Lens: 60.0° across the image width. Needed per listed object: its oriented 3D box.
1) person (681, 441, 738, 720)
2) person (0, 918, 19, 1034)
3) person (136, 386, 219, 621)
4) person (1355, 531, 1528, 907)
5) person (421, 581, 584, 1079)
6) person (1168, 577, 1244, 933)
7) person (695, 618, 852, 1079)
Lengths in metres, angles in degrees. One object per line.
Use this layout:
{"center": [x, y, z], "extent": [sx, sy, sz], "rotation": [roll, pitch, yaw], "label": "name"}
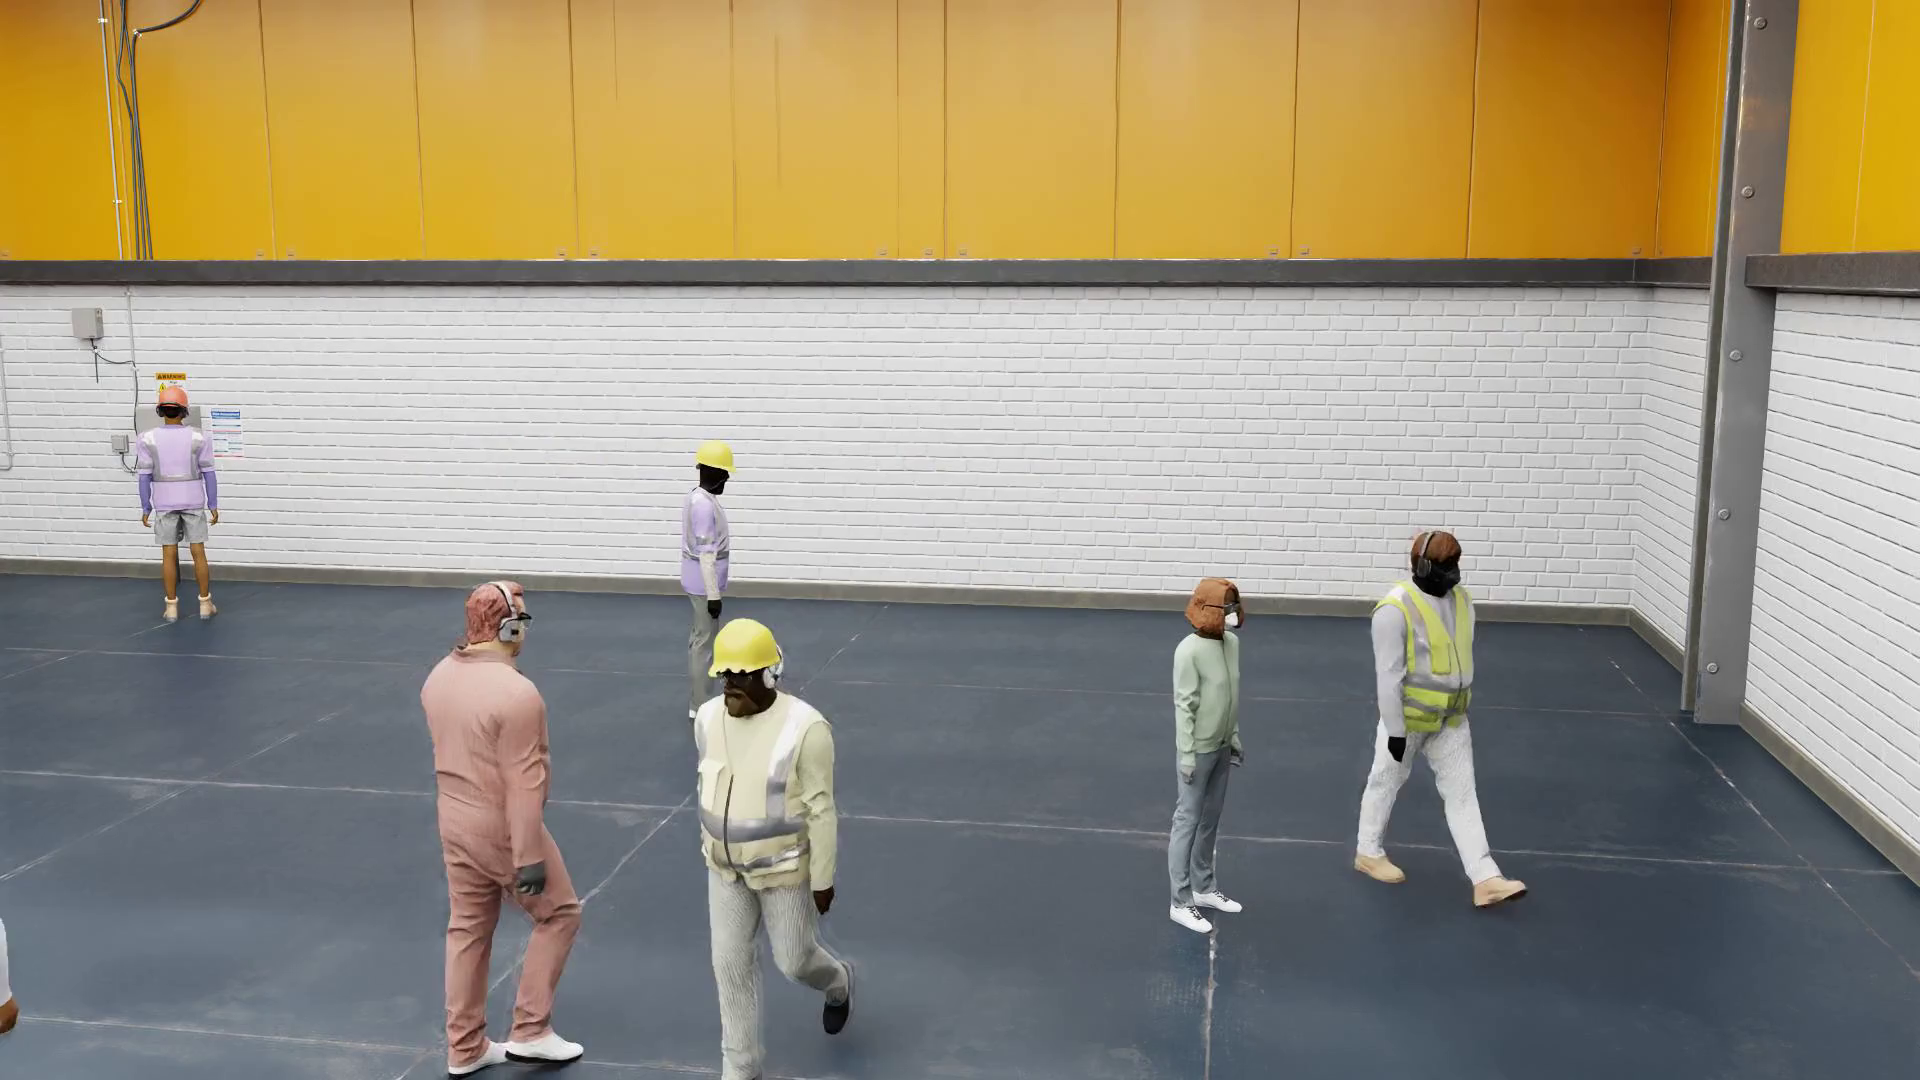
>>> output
{"center": [-1.658, 0.296, 11.057], "extent": [0.392, 1.916, 0.587], "rotation": [-2, 9, -12], "label": "person"}
{"center": [-3.117, 1.369, 4.814], "extent": [0.594, 1.801, 0.864], "rotation": [-2, 9, -11], "label": "person"}
{"center": [-6.777, -0.316, 14.441], "extent": [0.616, 2.041, 0.379], "rotation": [-4, 10, -23], "label": "person"}
{"center": [2.281, 0.853, 7.980], "extent": [0.653, 1.791, 0.973], "rotation": [-6, 11, -31], "label": "person"}
{"center": [-1.707, 1.086, 6.268], "extent": [0.674, 1.883, 0.607], "rotation": [8, 12, 41], "label": "person"}
{"center": [1.157, 0.976, 7.728], "extent": [0.279, 1.634, 0.497], "rotation": [7, 12, 38], "label": "person"}
{"center": [-0.686, 1.149, 6.153], "extent": [0.587, 1.807, 0.767], "rotation": [5, 10, 26], "label": "person"}
